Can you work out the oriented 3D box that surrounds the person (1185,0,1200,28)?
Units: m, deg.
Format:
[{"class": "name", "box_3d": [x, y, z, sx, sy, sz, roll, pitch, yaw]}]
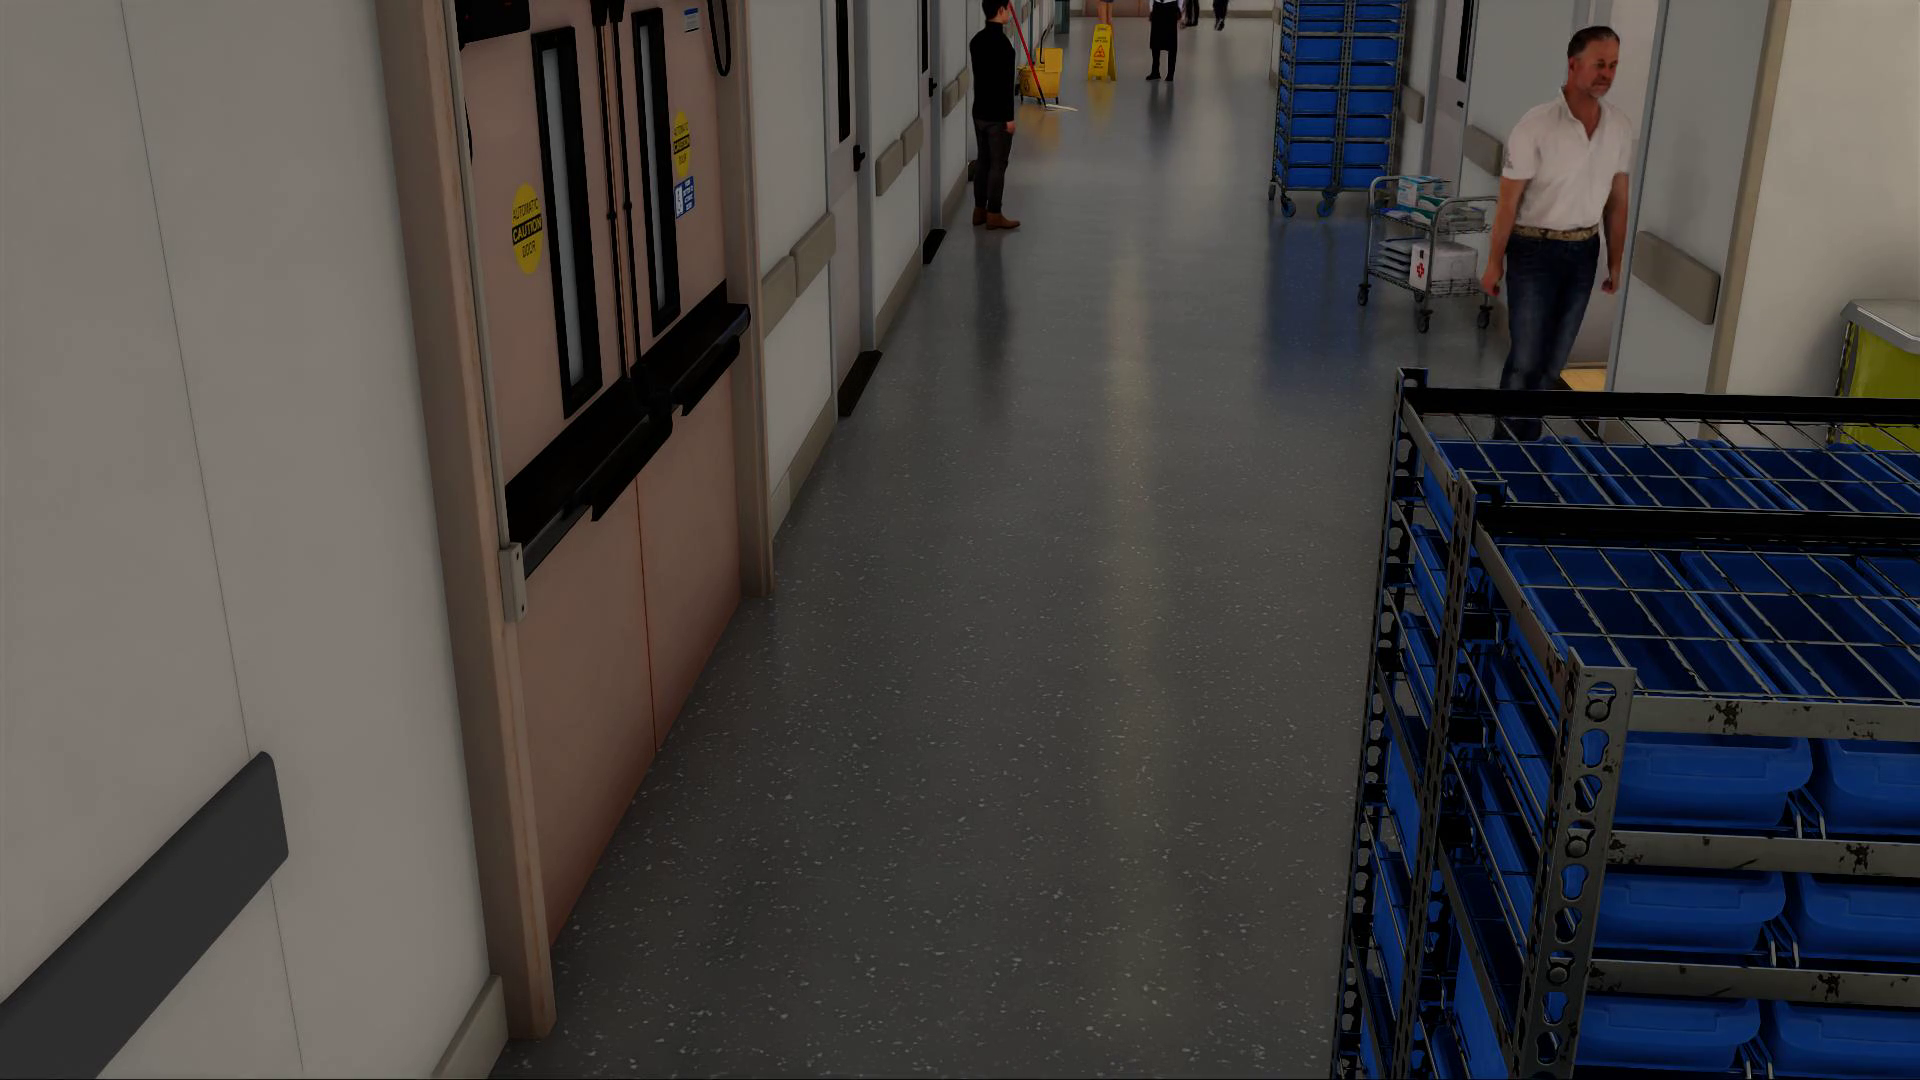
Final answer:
[{"class": "person", "box_3d": [4.768, -11.381, 34.052, 0.668, 1.654, 0.689, -11, 23, -27]}]

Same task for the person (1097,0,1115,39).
[{"class": "person", "box_3d": [2.519, -9.393, 28.694, 0.711, 1.732, 0.592, 13, 24, 30]}]

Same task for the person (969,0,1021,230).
[{"class": "person", "box_3d": [0.243, -3.192, 12.334, 0.782, 1.723, 0.667, -10, 23, -26]}]

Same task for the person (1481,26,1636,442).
[{"class": "person", "box_3d": [2.361, -1.138, 6.752, 0.742, 1.836, 0.717, -2, 21, -5]}]

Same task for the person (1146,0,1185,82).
[{"class": "person", "box_3d": [2.883, -7.377, 23.224, 0.712, 1.836, 0.686, 11, 23, 27]}]
